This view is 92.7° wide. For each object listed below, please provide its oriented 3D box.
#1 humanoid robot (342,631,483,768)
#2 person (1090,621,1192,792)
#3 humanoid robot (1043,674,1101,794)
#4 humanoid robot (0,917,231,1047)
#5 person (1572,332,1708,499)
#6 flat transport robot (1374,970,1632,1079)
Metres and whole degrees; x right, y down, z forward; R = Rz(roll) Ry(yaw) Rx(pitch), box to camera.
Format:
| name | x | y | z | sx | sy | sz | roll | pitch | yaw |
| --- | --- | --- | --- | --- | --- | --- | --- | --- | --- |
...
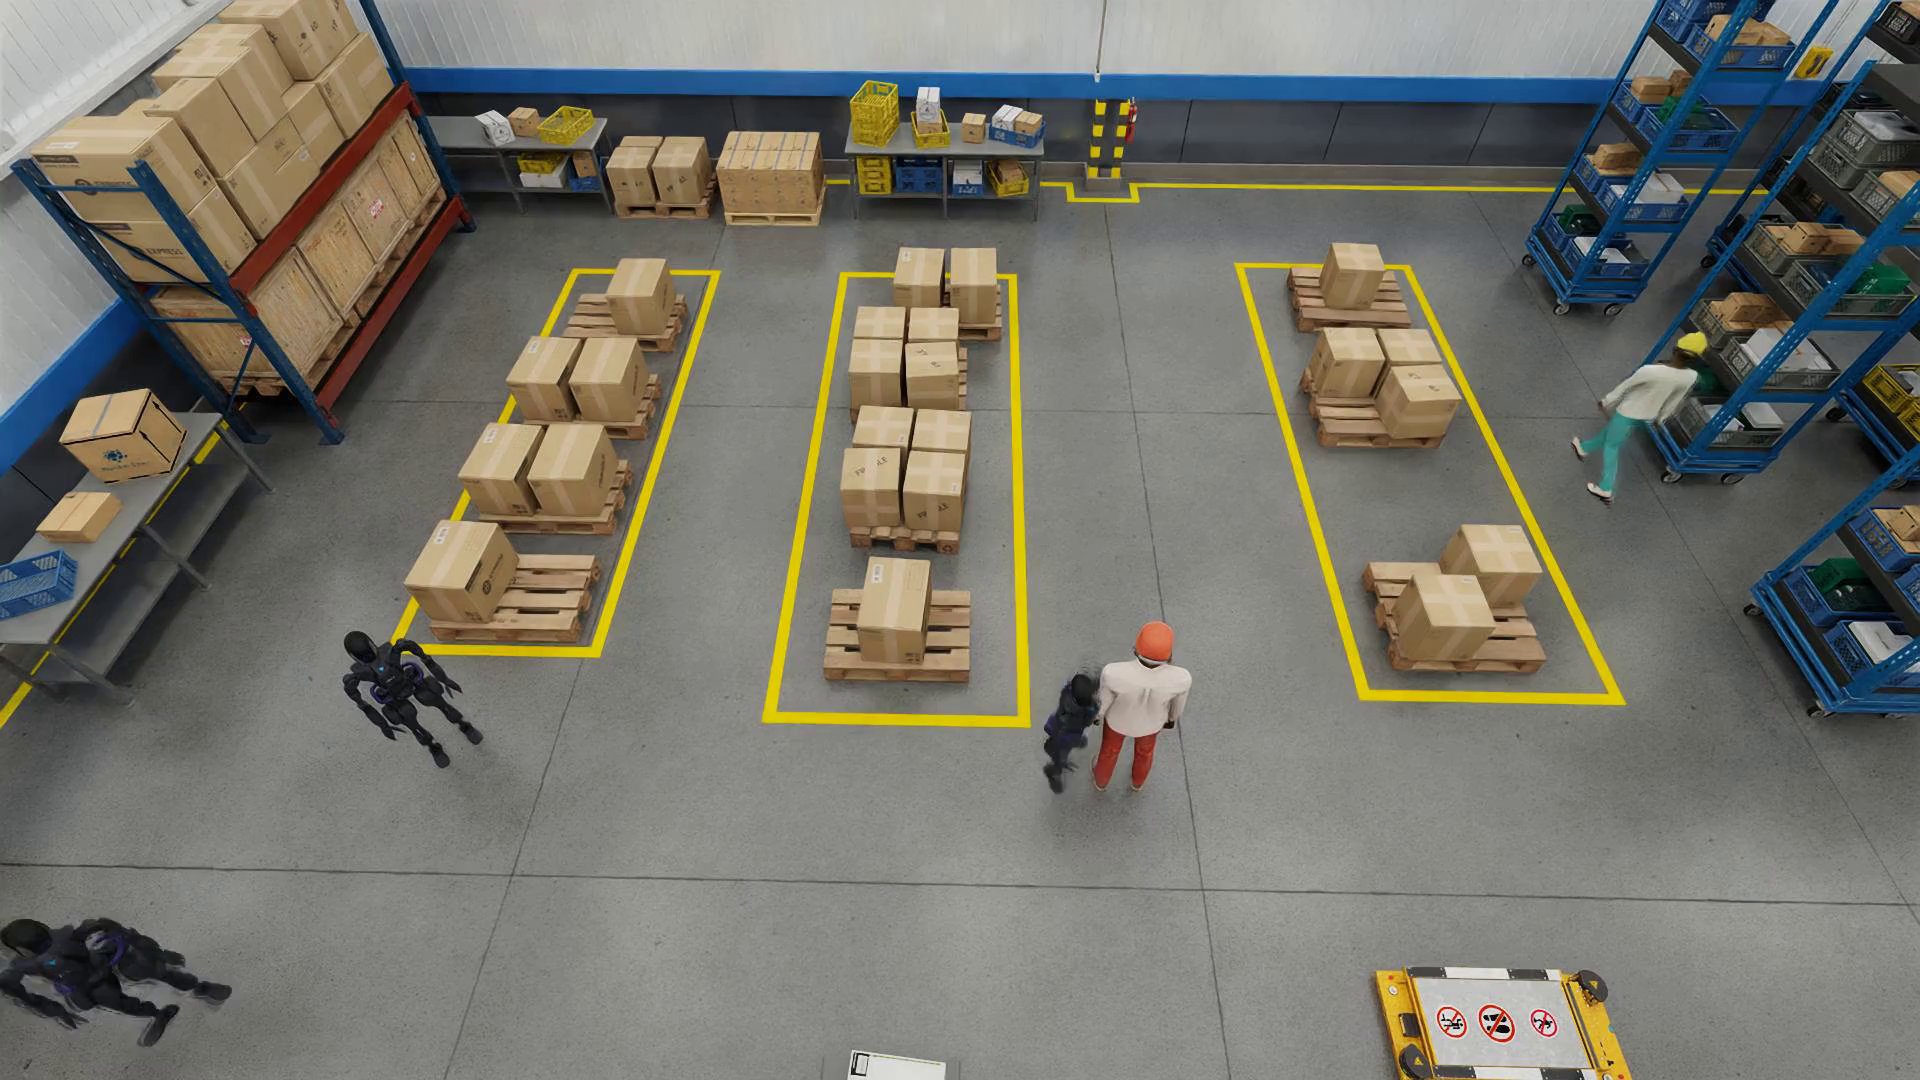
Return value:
| name | x | y | z | sx | sy | sz | roll | pitch | yaw |
| --- | --- | --- | --- | --- | --- | --- | --- | --- | --- |
| humanoid robot | -3.988 | 1.139 | 6.647 | 0.339 | 1.650 | 0.578 | 34 | 59 | 25 |
| person | 1.220 | 1.200 | 6.395 | 0.621 | 1.991 | 0.394 | 2 | 51 | 2 |
| humanoid robot | 0.806 | 1.317 | 6.513 | 0.388 | 1.620 | 0.684 | 31 | 57 | 23 |
| humanoid robot | -5.085 | 2.629 | 5.446 | 0.342 | 1.643 | 0.642 | 38 | 60 | 26 |
| person | 6.301 | -1.205 | 8.529 | 0.526 | 1.712 | 0.878 | -2 | 51 | -2 |
| flat transport robot | 3.501 | 3.133 | 5.914 | 1.431 | 0.197 | 0.652 | 1 | 51 | 1 |
